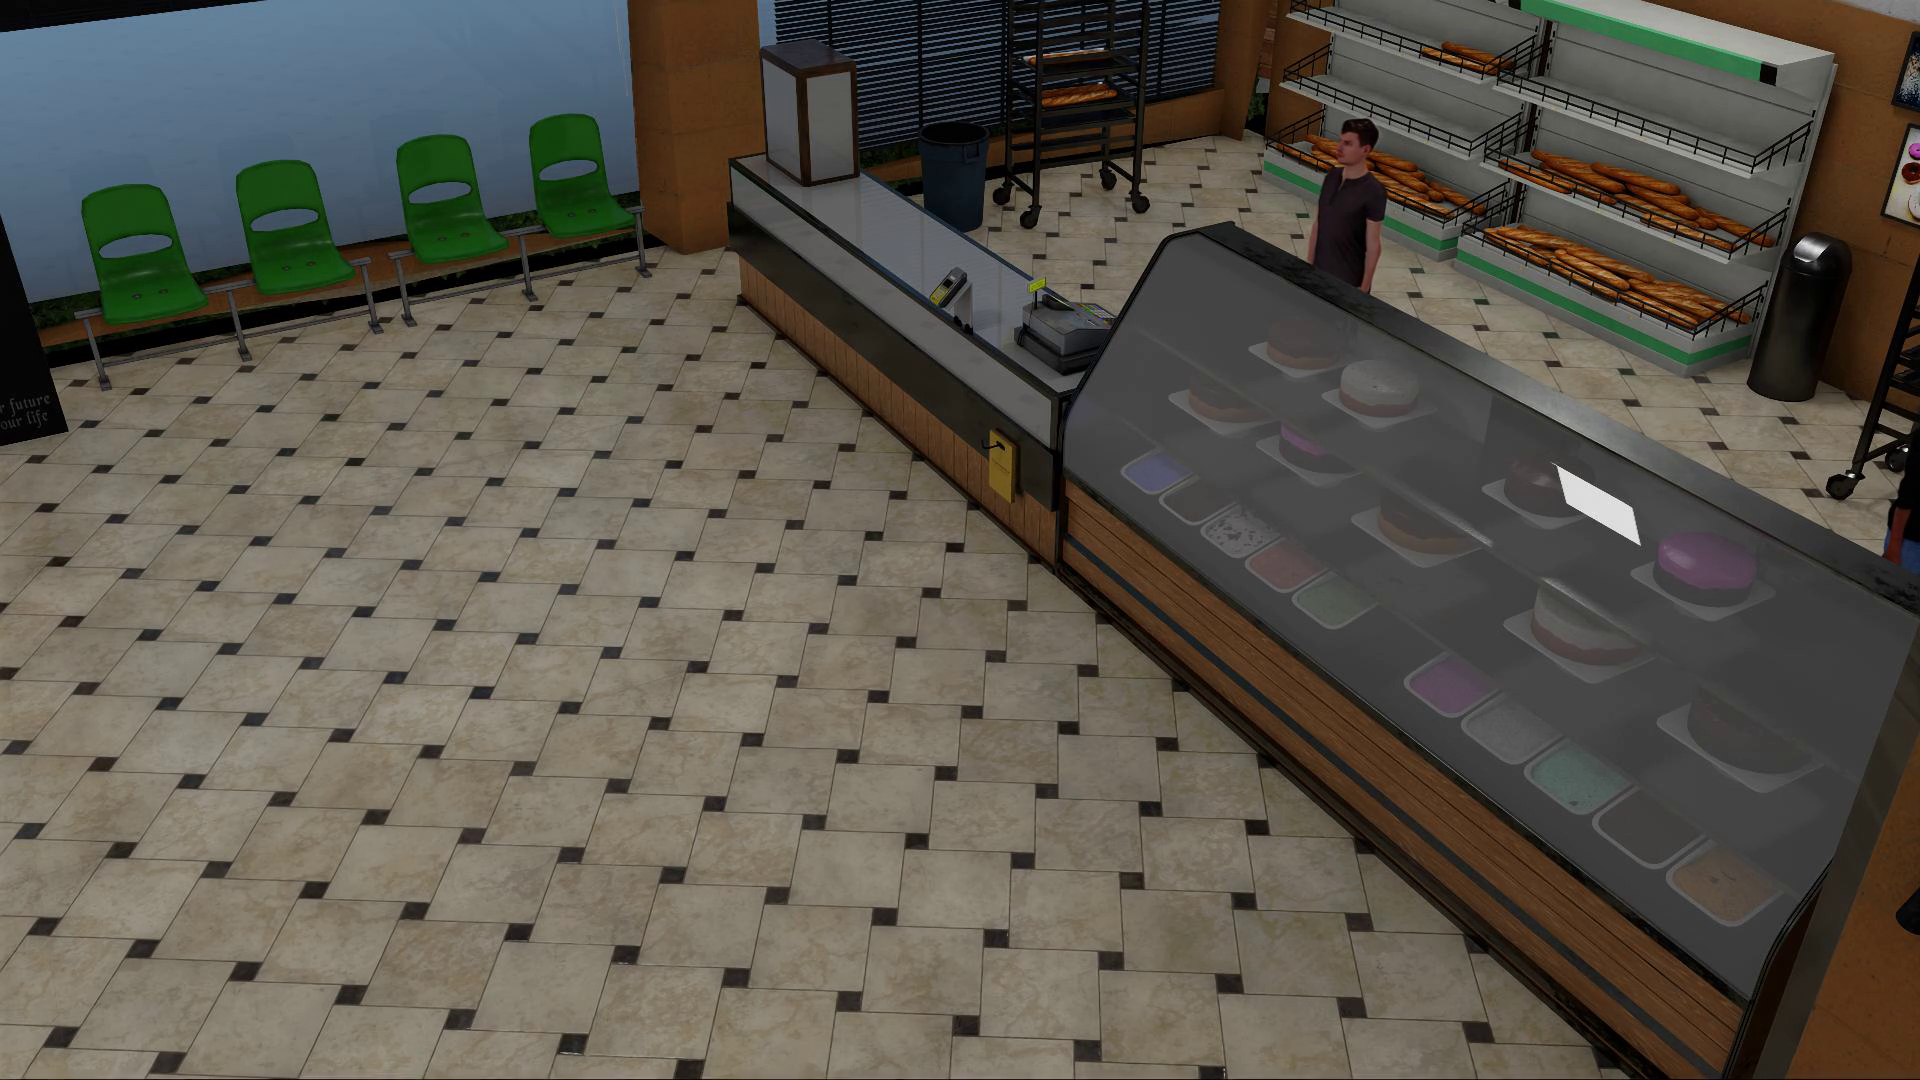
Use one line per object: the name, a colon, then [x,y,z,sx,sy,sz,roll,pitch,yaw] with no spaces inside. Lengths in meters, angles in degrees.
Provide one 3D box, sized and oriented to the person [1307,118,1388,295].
person: [2.136,-1.456,9.331,0.517,1.852,0.647,-17,36,-26]
